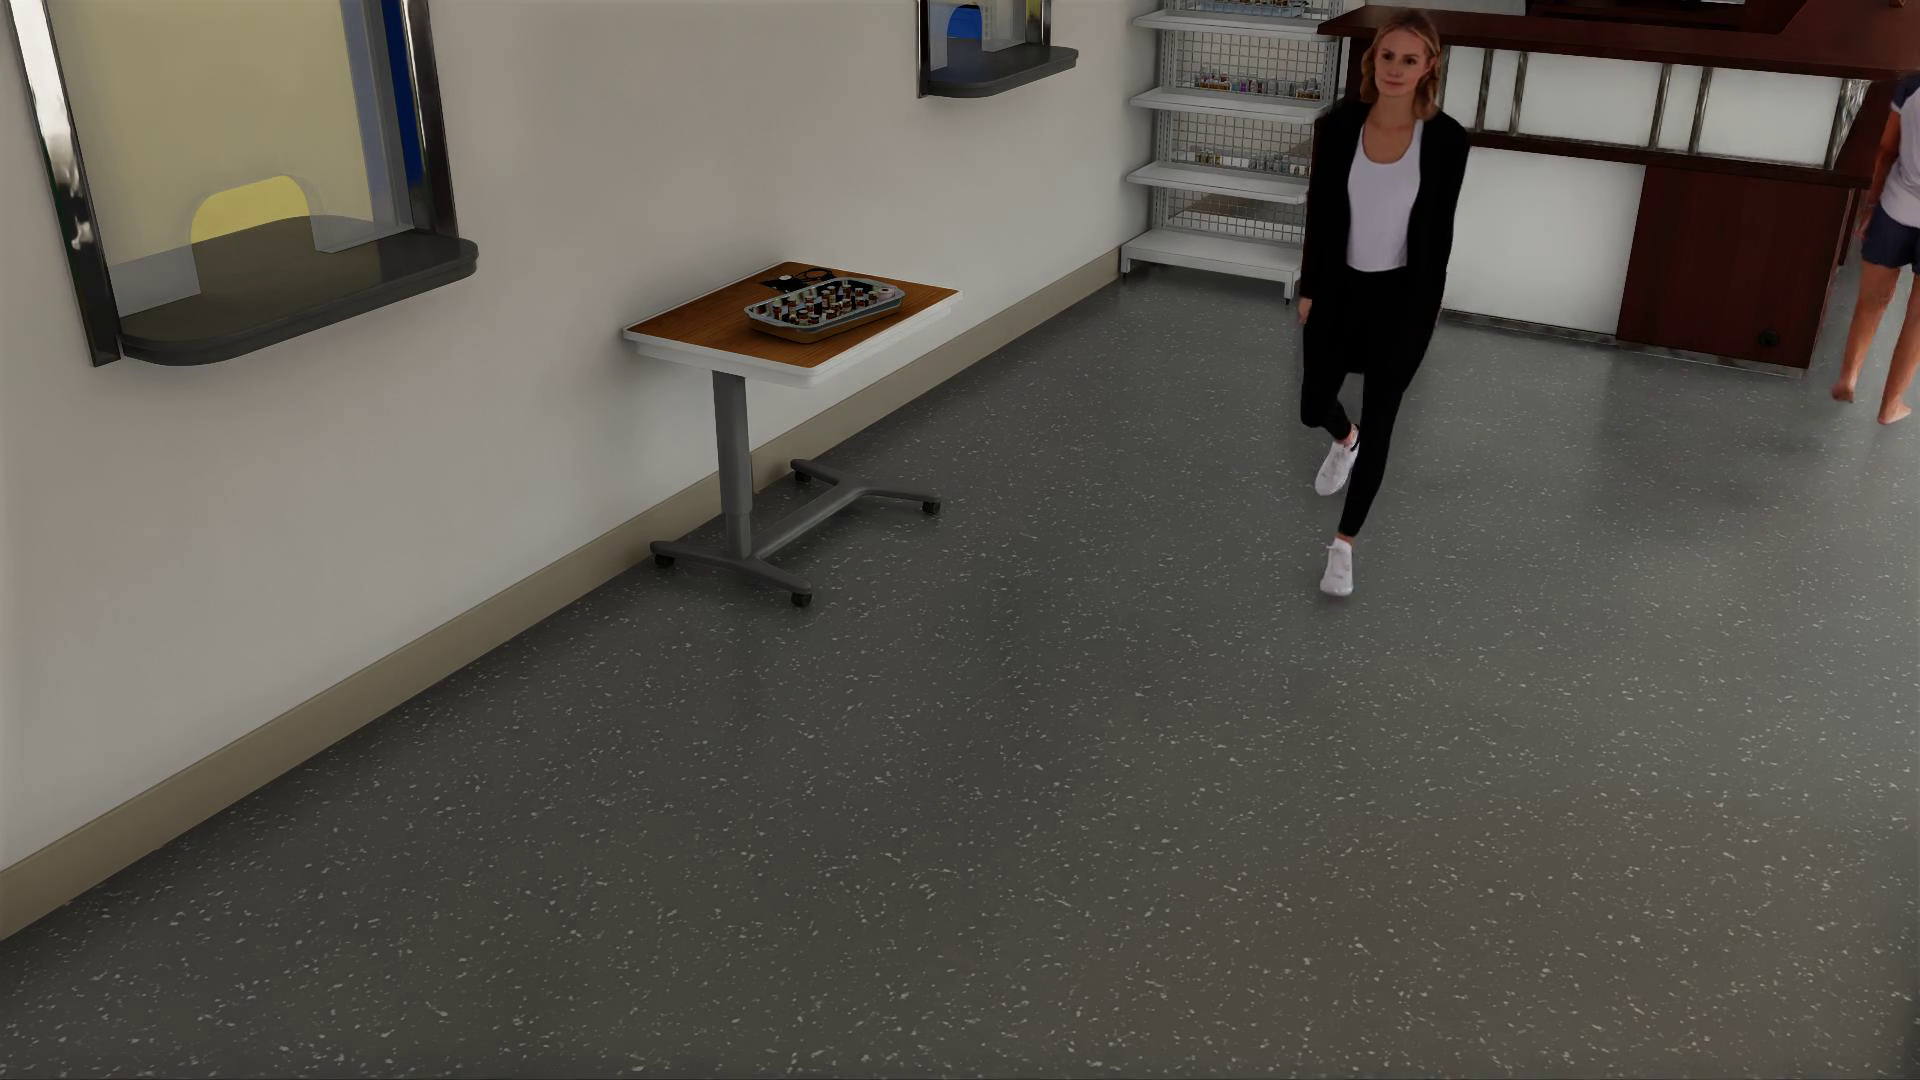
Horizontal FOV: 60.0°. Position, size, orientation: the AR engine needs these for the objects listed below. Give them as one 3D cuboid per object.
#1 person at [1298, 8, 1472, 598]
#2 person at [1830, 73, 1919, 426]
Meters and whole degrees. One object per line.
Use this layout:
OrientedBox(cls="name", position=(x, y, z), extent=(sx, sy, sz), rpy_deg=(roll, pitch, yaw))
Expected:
OrientedBox(cls="person", position=(1.306, -0.732, 5.188), extent=(0.936, 1.778, 0.718), rpy_deg=(12, 28, 23))
OrientedBox(cls="person", position=(3.635, -1.192, 6.335), extent=(0.636, 1.610, 0.711), rpy_deg=(23, 34, 39))
